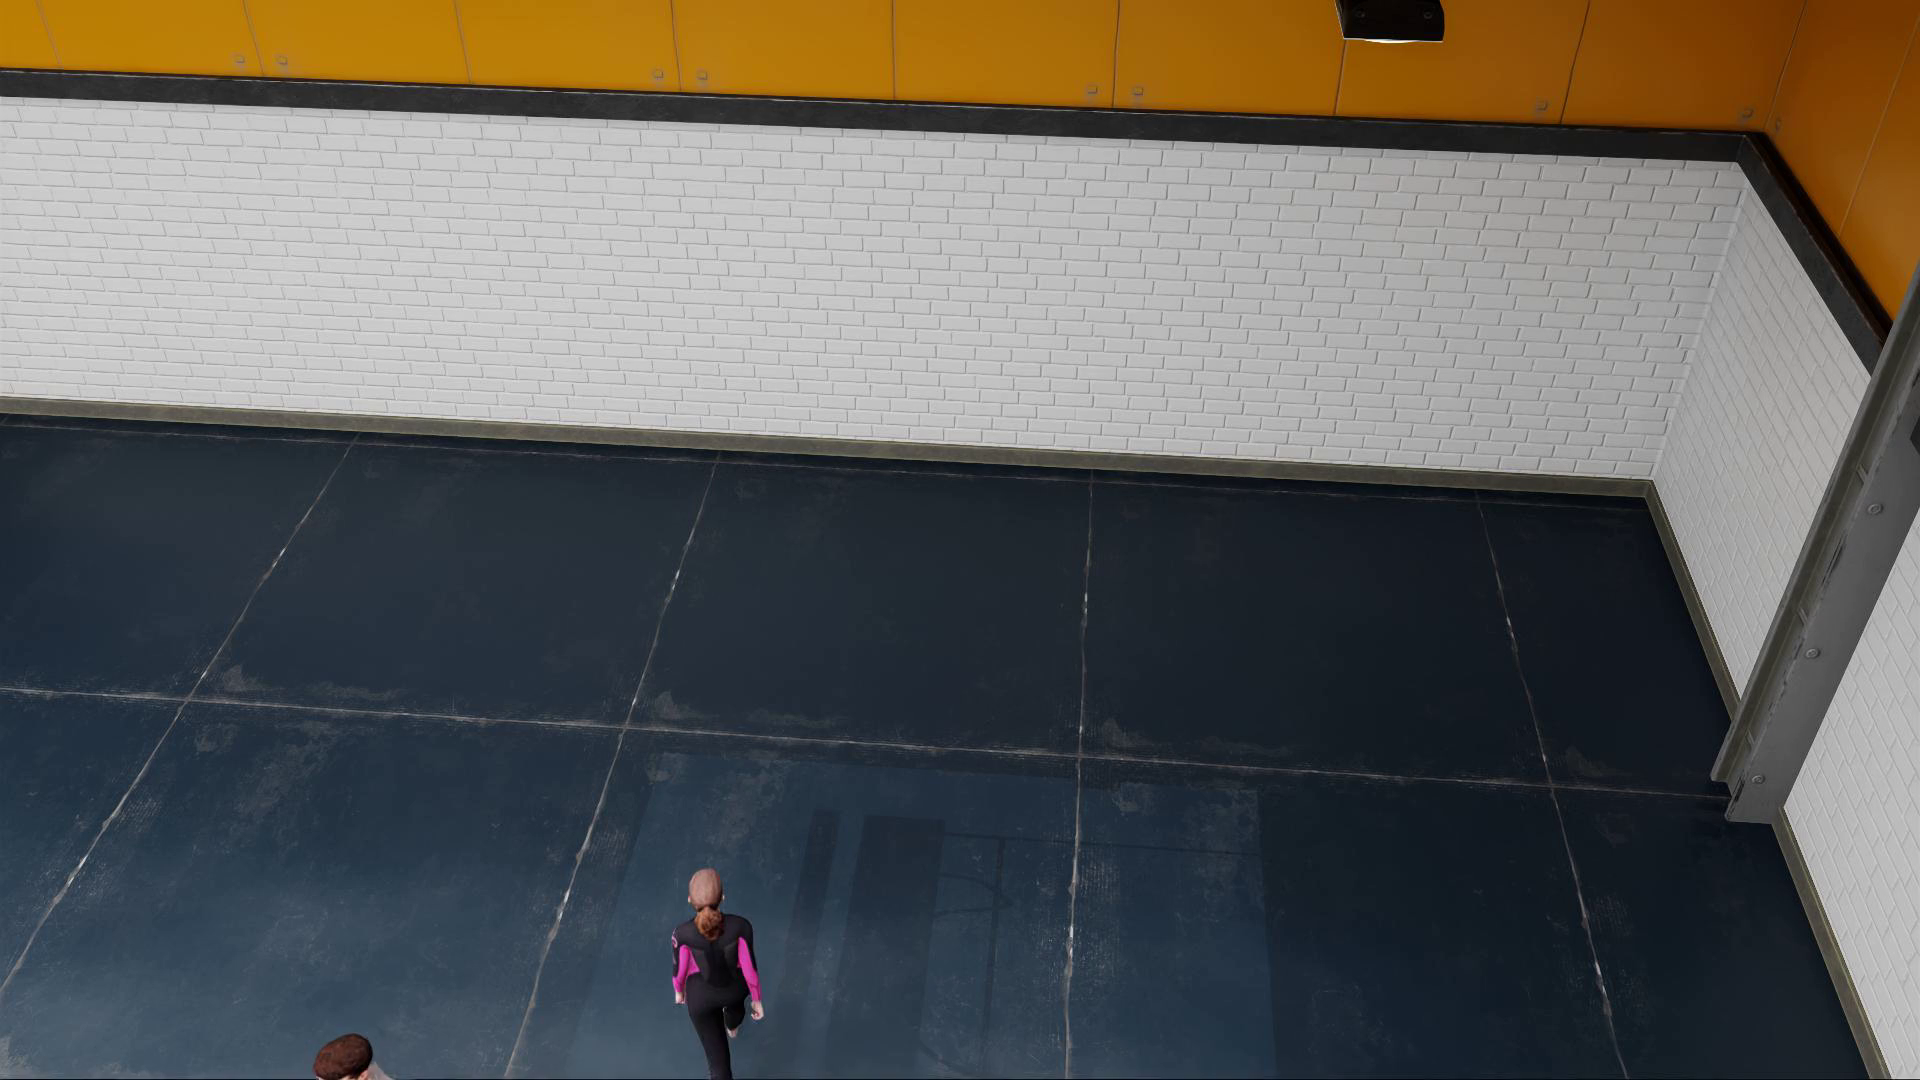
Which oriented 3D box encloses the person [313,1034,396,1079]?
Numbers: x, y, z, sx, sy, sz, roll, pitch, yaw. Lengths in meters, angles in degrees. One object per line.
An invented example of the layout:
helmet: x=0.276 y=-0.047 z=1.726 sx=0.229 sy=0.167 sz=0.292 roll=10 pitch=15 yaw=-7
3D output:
person: x=-2.538 y=2.775 z=7.549 sx=0.889 sy=1.889 sz=0.957 roll=23 pitch=44 yaw=26

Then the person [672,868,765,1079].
person: x=-1.192 y=2.338 z=8.255 sx=0.831 sy=1.691 sz=1.197 roll=-9 pitch=39 yaw=-11
